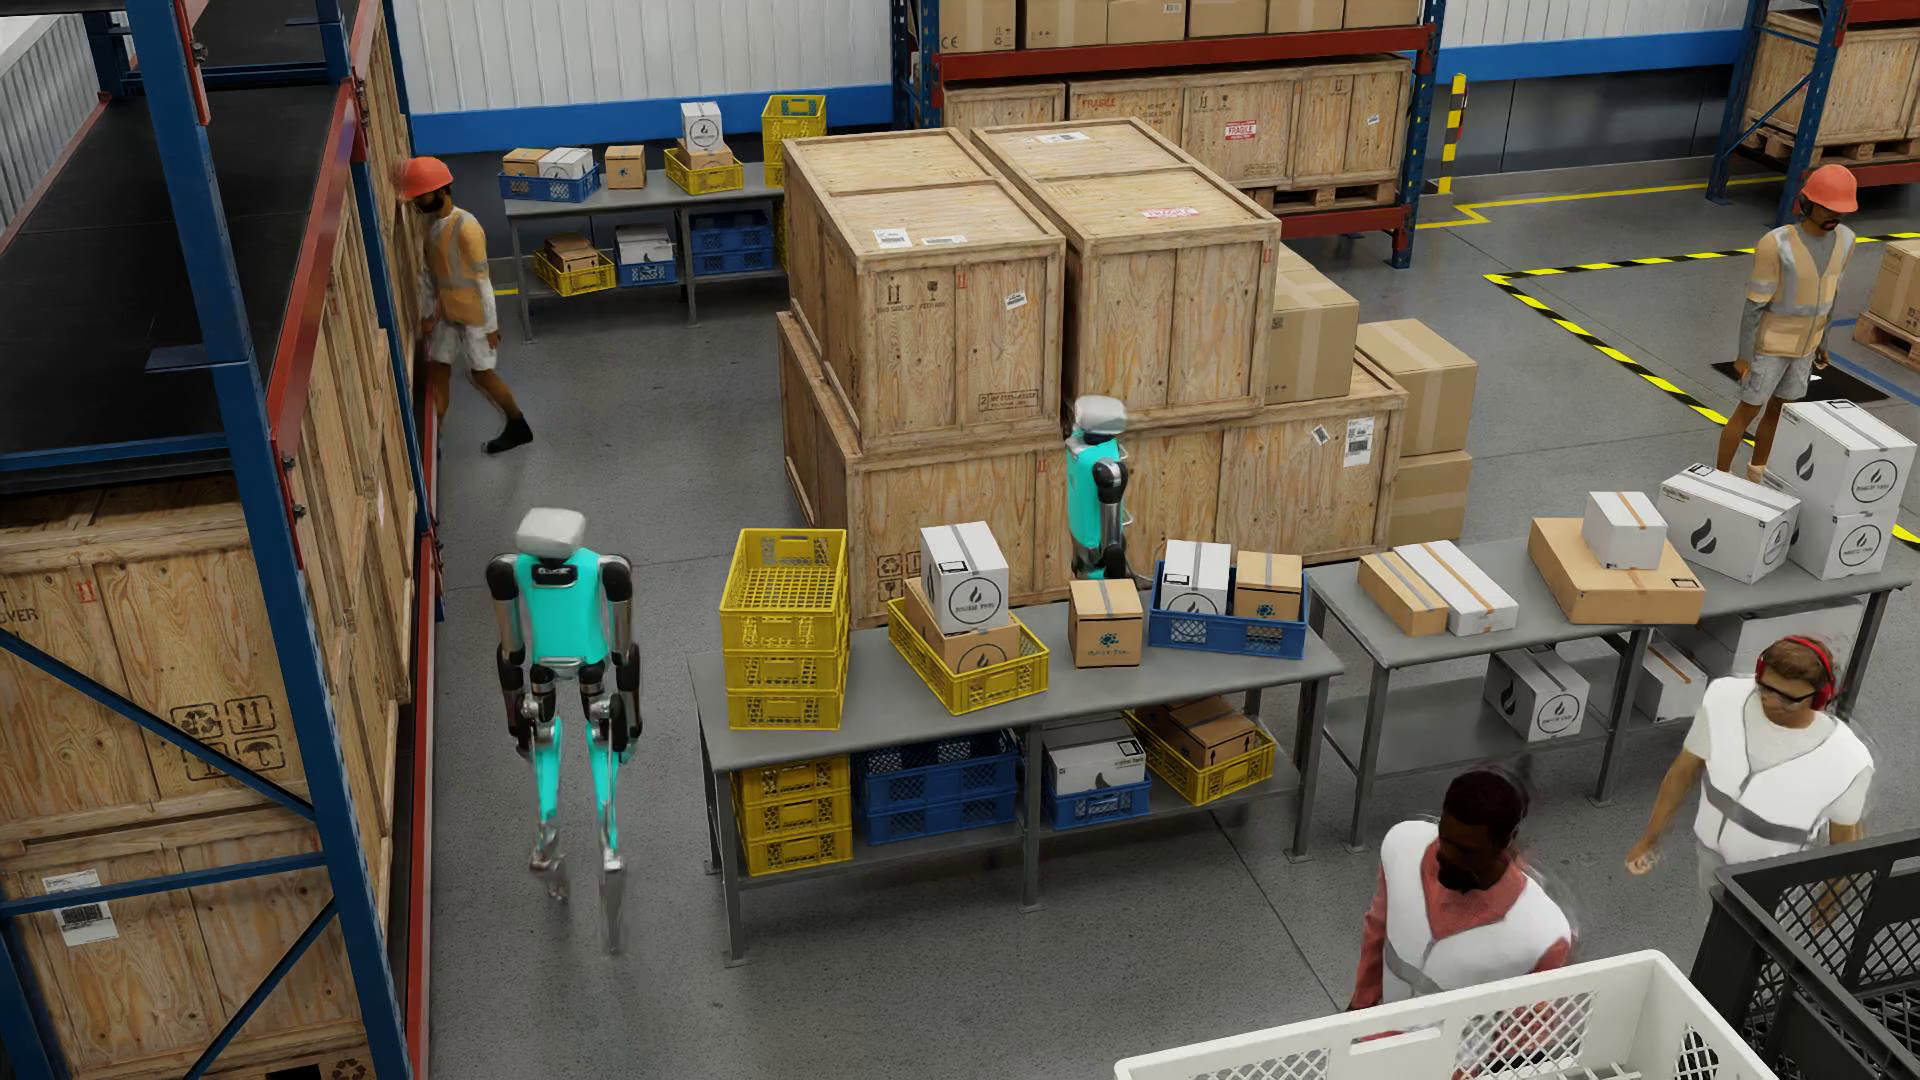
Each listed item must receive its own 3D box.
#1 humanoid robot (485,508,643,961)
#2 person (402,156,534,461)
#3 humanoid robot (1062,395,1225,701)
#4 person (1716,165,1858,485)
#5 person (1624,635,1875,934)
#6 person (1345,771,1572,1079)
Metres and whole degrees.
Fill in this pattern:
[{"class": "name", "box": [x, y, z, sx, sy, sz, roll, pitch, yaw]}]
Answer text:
[{"class": "humanoid robot", "box": [-1.470, 0.835, 6.157, 0.530, 1.822, 0.798, 0, 29, 0]}, {"class": "person", "box": [-3.085, -1.328, 9.870, 0.581, 1.877, 0.840, 26, 38, 38]}, {"class": "humanoid robot", "box": [0.865, 0.172, 7.320, 0.999, 1.777, 0.530, -7, 30, -13]}, {"class": "person", "box": [4.613, -1.087, 9.255, 0.613, 2.039, 0.389, -9, 30, -15]}, {"class": "person", "box": [2.548, 1.101, 5.531, 0.938, 1.799, 0.571, -16, 33, -27]}, {"class": "person", "box": [1.367, 1.446, 4.790, 0.458, 1.908, 0.611, -22, 36, -35]}]
